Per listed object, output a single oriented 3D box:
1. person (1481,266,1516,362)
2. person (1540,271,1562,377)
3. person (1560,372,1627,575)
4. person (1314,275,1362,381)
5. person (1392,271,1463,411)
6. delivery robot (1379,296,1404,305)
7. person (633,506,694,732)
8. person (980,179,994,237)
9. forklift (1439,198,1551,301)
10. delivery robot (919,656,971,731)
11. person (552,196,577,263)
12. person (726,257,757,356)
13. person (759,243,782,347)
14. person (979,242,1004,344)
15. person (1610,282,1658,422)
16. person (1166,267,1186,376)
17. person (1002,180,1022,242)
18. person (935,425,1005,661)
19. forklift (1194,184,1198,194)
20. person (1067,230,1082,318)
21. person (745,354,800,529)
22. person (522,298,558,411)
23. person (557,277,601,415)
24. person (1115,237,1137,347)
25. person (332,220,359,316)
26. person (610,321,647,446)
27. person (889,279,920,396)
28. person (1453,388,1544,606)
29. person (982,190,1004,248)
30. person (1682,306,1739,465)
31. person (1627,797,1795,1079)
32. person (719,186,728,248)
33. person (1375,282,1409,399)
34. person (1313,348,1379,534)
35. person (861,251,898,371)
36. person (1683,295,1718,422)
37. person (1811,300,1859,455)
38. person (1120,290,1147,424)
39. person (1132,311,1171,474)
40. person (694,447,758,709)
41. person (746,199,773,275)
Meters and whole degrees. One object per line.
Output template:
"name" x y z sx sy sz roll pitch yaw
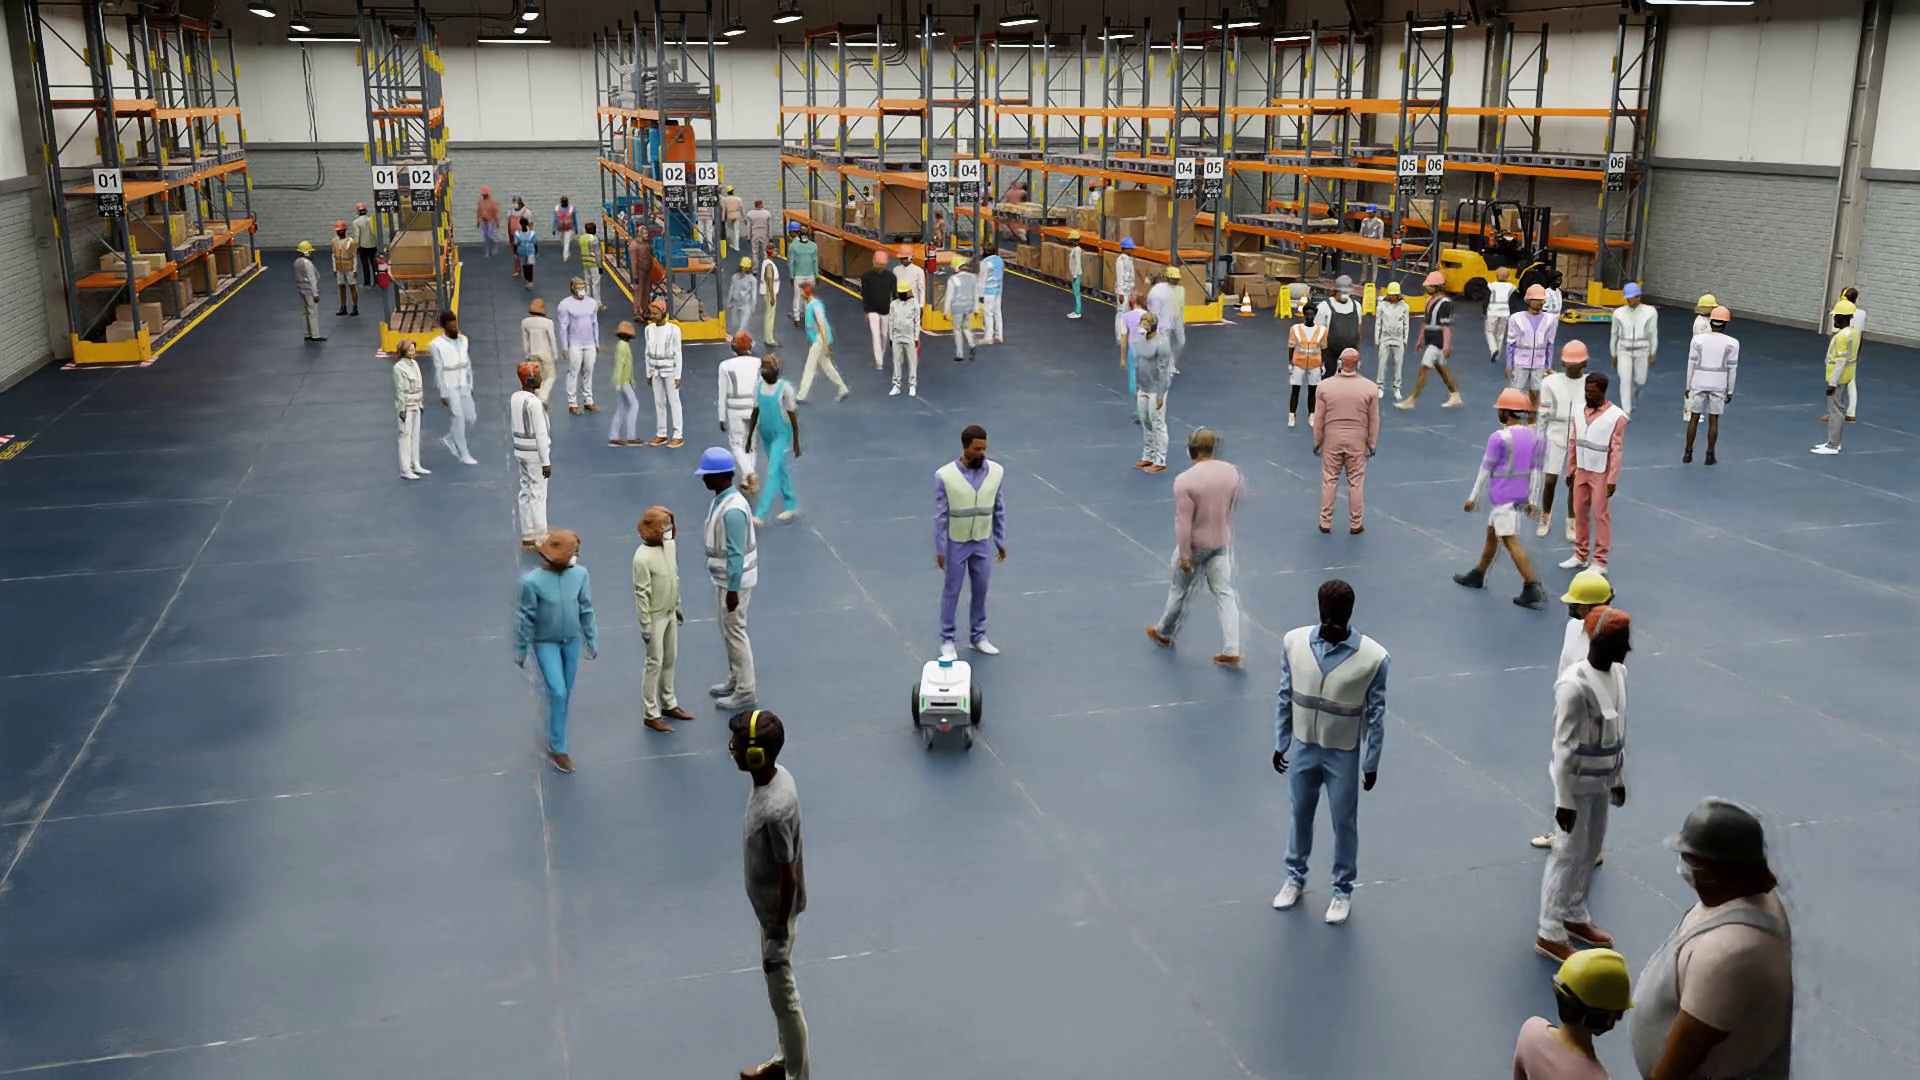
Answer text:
"person" 9.053 -3.779 27.940 0.531 1.623 0.543 0 15 2
"person" 9.453 -3.475 26.690 0.319 1.692 0.537 14 20 43
"person" 5.941 -0.619 15.575 0.387 1.884 0.600 -7 17 -25
"person" 5.213 -2.632 22.841 0.684 2.000 0.535 -4 15 -13
"person" 6.763 -2.832 23.699 1.064 1.994 0.633 -1 15 -5
"delivery robot" 8.722 -4.790 33.631 0.477 0.478 0.707 -1 15 -2
"person" -2.107 0.545 11.688 0.285 1.624 0.509 5 16 18
"person" 0.902 -10.666 53.269 0.545 1.938 0.356 -1 15 -4
"forklift" 11.913 -6.508 37.130 2.313 2.155 1.214 -4 15 -15
"delivery robot" -0.099 1.056 11.633 0.477 0.478 0.707 0 15 2
"person" -10.777 -8.491 45.398 0.644 1.791 0.949 -1 15 -5
"person" -3.759 -4.047 28.814 0.544 1.702 0.567 7 16 23
"person" -3.412 -4.393 29.847 0.373 1.840 0.571 -2 15 -9
"person" 0.548 -4.480 30.210 0.432 1.836 0.626 12 19 37
"person" 9.296 -2.603 22.963 0.629 1.921 0.636 6 16 22
"person" 3.394 -3.484 26.584 0.554 1.749 0.407 -8 17 -26
"person" 1.583 -10.240 51.761 0.678 1.891 0.569 -5 16 -18
"person" 0.072 0.016 13.155 0.605 1.905 0.412 -7 17 -26
"forklift" 7.392 -11.333 53.972 1.873 2.768 1.129 -4 15 -15
"person" 2.317 -5.381 33.711 0.312 1.767 0.533 0 15 0
"person" -2.000 -1.021 17.234 0.540 1.798 0.937 11 19 36
"person" -5.931 -2.603 23.535 0.504 1.626 0.383 4 15 14
"person" -5.347 -2.740 23.441 0.356 1.938 0.633 14 20 42
"person" 2.966 -4.453 29.869 0.388 1.947 0.615 6 16 20
"person" -12.598 -5.561 34.059 0.543 1.939 0.360 3 15 10
"person" -4.299 -2.001 21.281 0.455 1.600 0.553 -4 15 -16
"person" -0.838 -3.032 24.922 0.485 1.741 0.302 4 15 13
"person" 4.868 -0.390 14.717 0.564 1.897 1.005 -11 18 -35
"person" 0.956 -9.471 49.181 0.771 1.718 0.576 11 18 35
"person" 9.121 -1.873 20.222 0.547 1.924 0.395 7 16 25
"person" 2.602 1.851 5.971 0.917 2.000 0.699 7 16 25
"person" -7.104 -9.592 49.439 0.366 1.839 0.600 -14 20 -42
"person" 6.396 -2.956 24.662 0.491 1.730 0.322 2 15 6
"person" 3.931 -1.005 16.980 0.655 1.905 0.407 4 15 14
"person" -1.336 -3.818 27.496 0.615 1.956 0.937 -3 15 -11
"person" 10.233 -2.514 22.969 0.295 1.744 0.492 7 17 26
"person" 10.962 -2.029 20.788 0.366 1.926 0.594 11 18 35
"person" 2.502 -2.510 22.874 0.587 1.794 0.688 -8 17 -26
"person" 2.275 -1.756 19.773 0.381 1.932 0.622 -7 17 -26
"person" -1.687 0.271 12.121 0.427 1.937 0.627 -4 15 -16
"person" -5.038 -7.622 41.882 0.648 1.904 0.401 -1 15 -5
